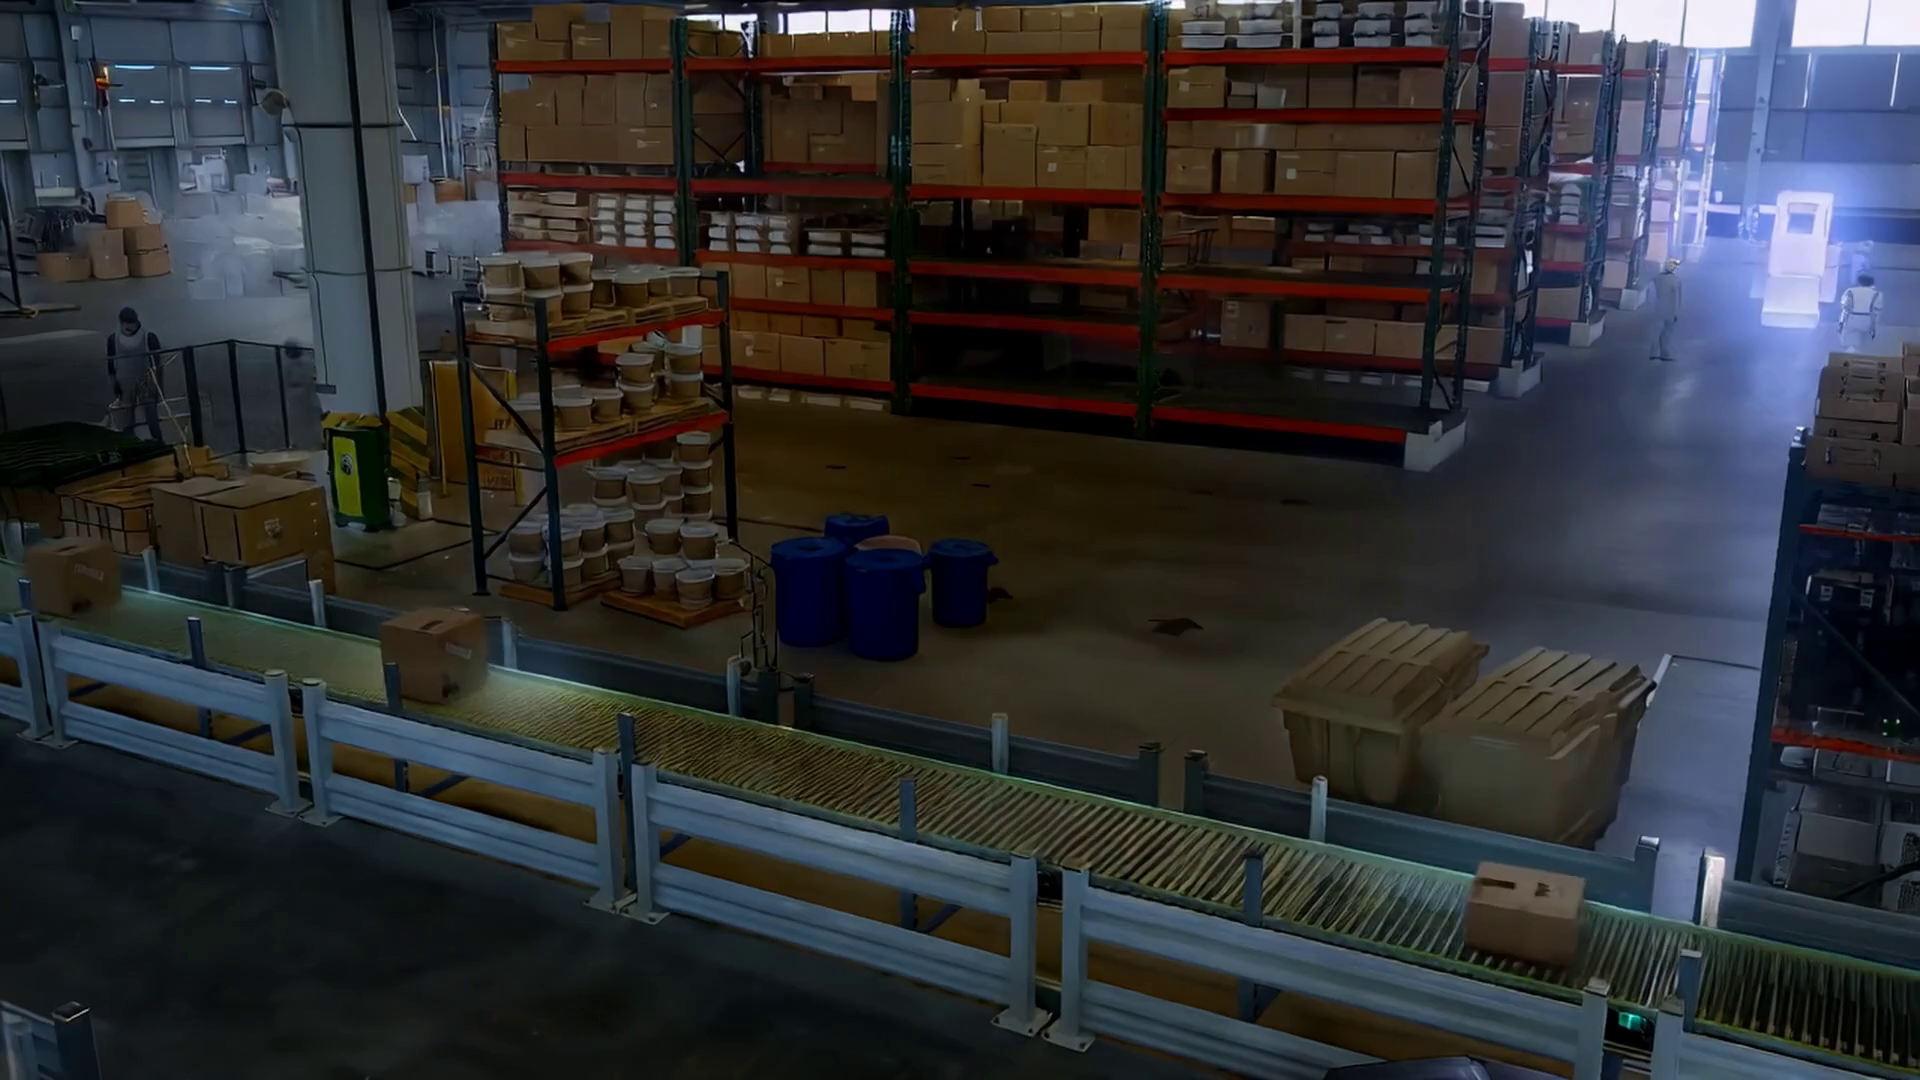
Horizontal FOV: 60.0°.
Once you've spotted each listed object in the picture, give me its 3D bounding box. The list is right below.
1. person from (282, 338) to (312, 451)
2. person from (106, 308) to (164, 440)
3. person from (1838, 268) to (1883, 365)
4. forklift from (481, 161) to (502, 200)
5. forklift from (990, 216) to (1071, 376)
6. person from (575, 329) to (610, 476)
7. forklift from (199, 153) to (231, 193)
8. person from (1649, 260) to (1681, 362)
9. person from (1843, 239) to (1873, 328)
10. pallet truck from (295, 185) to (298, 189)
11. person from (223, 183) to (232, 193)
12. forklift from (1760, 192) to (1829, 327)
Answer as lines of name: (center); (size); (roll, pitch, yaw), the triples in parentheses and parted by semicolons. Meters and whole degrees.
person: (-9.111, -1.975, 22.921); (0.397, 1.619, 0.571); (1, 15, 2)
person: (-11.351, -2.185, 22.924); (0.684, 2.000, 0.535); (-5, 16, -19)
person: (15.500, -3.687, 28.669); (0.635, 1.989, 1.038); (9, 17, 31)
forklift: (-17.525, -13.636, 64.361); (1.873, 2.768, 1.129); (0, 15, 1)
forklift: (0.906, -4.165, 28.759); (1.873, 2.768, 1.129); (8, 17, 28)
person: (-4.798, -1.847, 21.745); (0.392, 1.988, 0.623); (2, 15, 7)
forklift: (-27.440, -12.865, 61.464); (1.873, 2.768, 1.129); (8, 17, 28)
person: (13.224, -4.284, 31.092); (0.400, 1.901, 0.645); (-5, 16, -18)
person: (19.226, -5.461, 35.527); (0.399, 1.899, 0.635); (14, 20, 42)
pallet truck: (-26.804, -14.617, 69.738); (1.885, 1.965, 0.823); (-14, 20, -42)
person: (-25.580, -11.501, 58.170); (0.403, 1.920, 0.587); (-9, 17, -30)
forklift: (18.193, -6.128, 36.139); (1.129, 2.768, 1.873); (8, 17, 27)
